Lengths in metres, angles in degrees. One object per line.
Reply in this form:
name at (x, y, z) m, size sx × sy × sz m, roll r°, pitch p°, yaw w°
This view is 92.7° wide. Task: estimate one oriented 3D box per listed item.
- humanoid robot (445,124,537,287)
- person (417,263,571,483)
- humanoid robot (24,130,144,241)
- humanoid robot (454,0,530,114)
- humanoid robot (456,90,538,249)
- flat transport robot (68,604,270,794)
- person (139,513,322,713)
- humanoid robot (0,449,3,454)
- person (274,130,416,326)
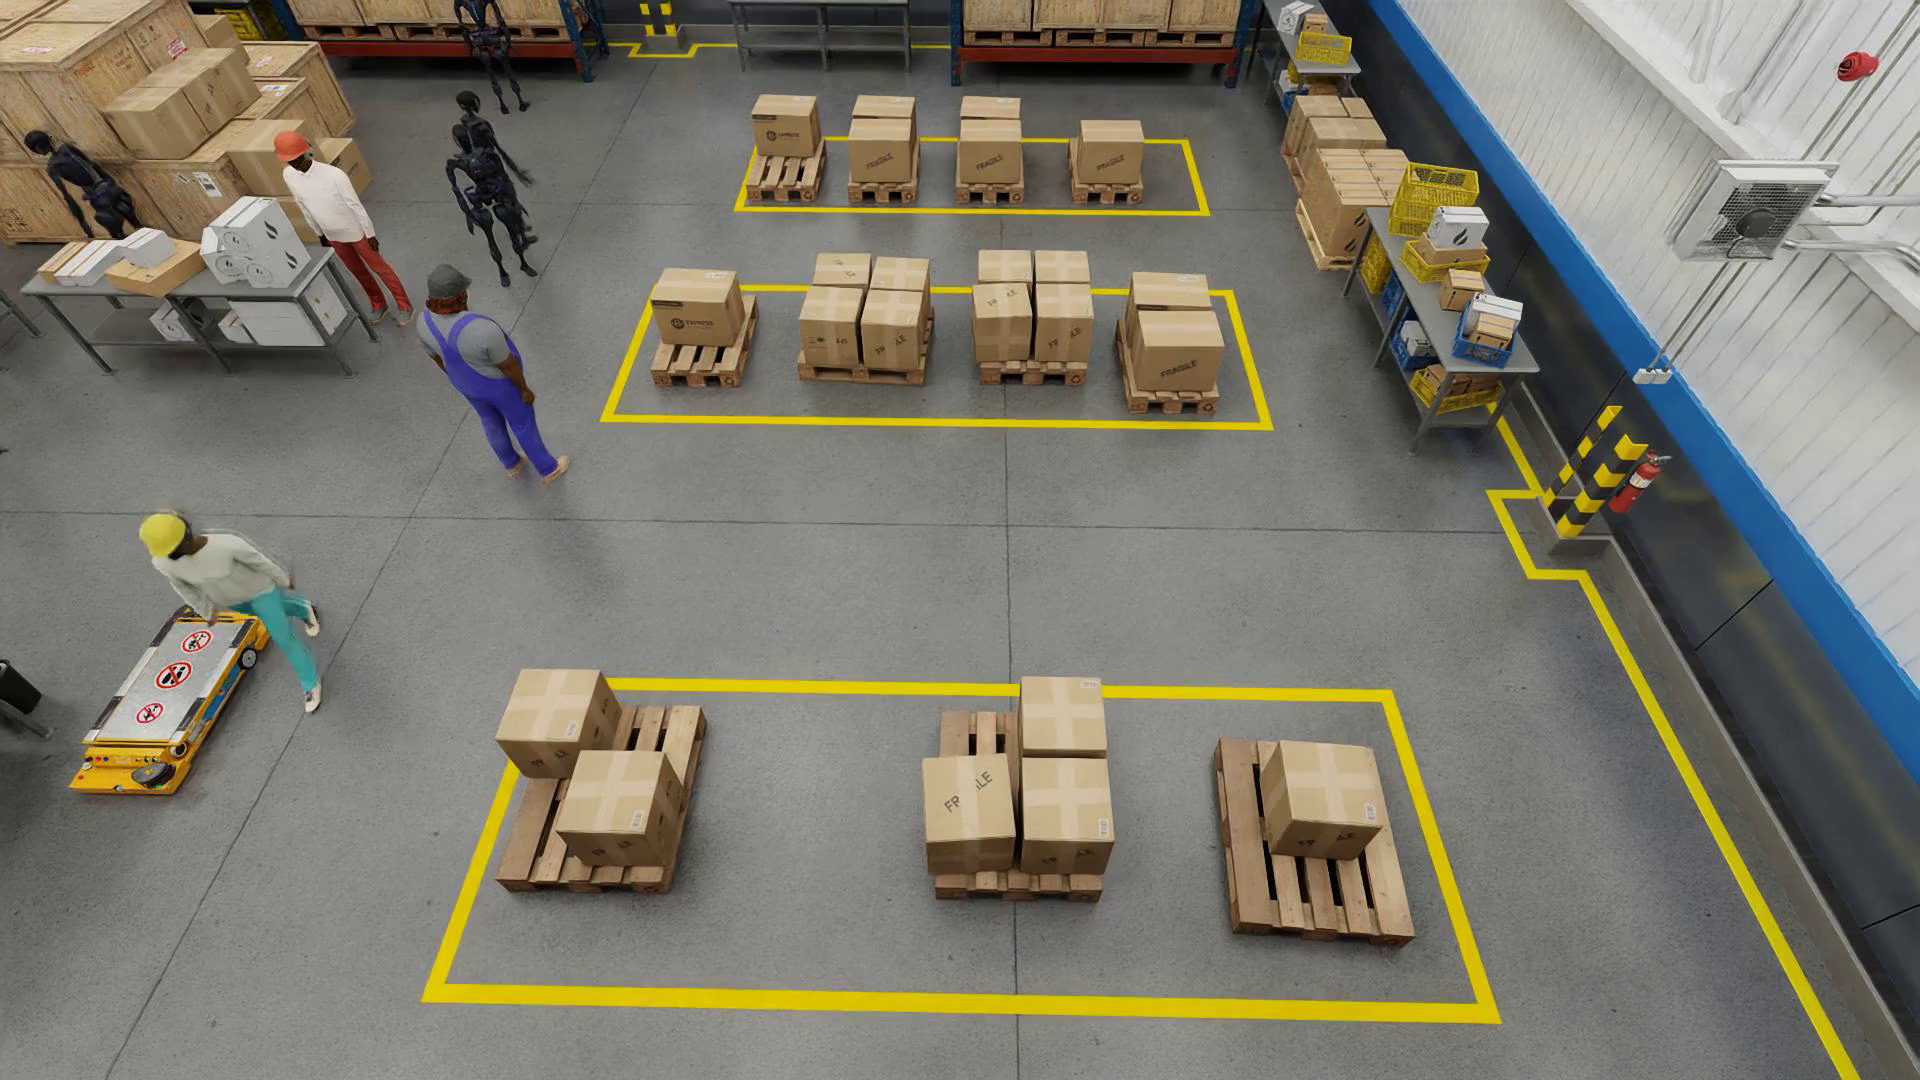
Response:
humanoid robot at (-4.759, -3.390, 9.303) m, size 0.602 × 1.657 × 0.324 m, roll -30°, pitch 56°, yaw -23°
person at (-3.720, -1.303, 7.310) m, size 0.685 × 2.000 × 0.536 m, roll 10°, pitch 51°, yaw 9°
humanoid robot at (-8.750, -3.438, 9.366) m, size 0.368 × 1.631 × 0.654 m, roll -1°, pitch 50°, yaw -1°
humanoid robot at (-6.097, -6.421, 11.868) m, size 0.601 × 1.657 × 0.323 m, roll -12°, pitch 51°, yaw -10°
humanoid robot at (-4.929, -3.970, 9.805) m, size 0.424 × 1.650 × 0.587 m, roll -35°, pitch 58°, yaw -26°
flat transport robot at (-5.504, 1.072, 6.442) m, size 0.652 × 0.197 × 1.431 m, roll 1°, pitch 50°, yaw 1°
person at (-4.799, 0.336, 6.130) m, size 0.537 × 1.708 × 0.939 m, roll -12°, pitch 51°, yaw -10°
humanoid robot at (-8.869, -1.202, 7.494) m, size 0.766 × 1.609 × 0.574 m, roll -7°, pitch 50°, yaw -6°
person at (-5.863, -2.920, 8.717) m, size 0.615 × 1.986 × 0.405 m, roll 4°, pitch 50°, yaw 3°
